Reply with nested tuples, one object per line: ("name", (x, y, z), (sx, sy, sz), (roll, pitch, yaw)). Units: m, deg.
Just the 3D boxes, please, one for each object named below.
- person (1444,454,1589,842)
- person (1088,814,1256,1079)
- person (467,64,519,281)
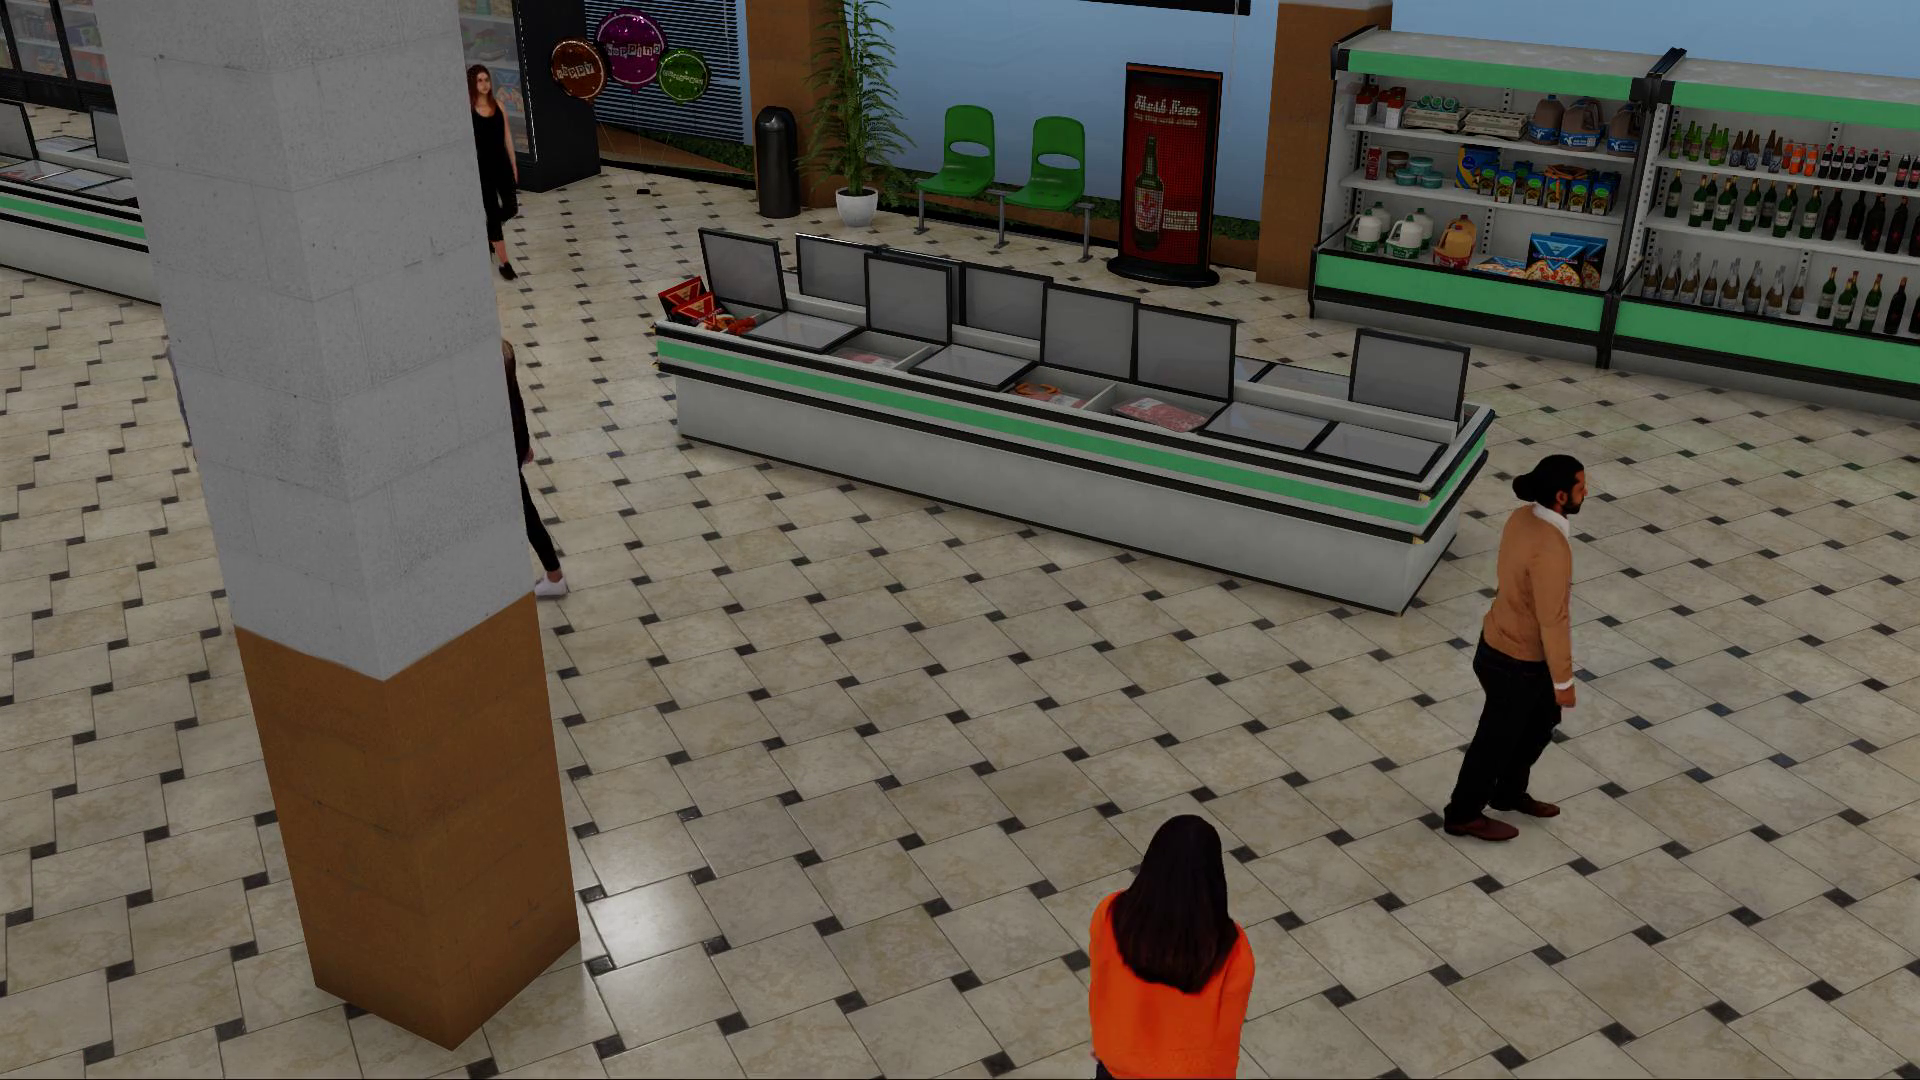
("person", (2.174, 0.468, 6.718), (0.825, 1.737, 0.764), (6, 27, 11))
("person", (0.529, 1.531, 4.630), (0.993, 1.730, 0.794), (10, 28, 18))
("person", (-3.867, -3.024, 13.639), (0.822, 1.705, 1.062), (-19, 32, -32))
